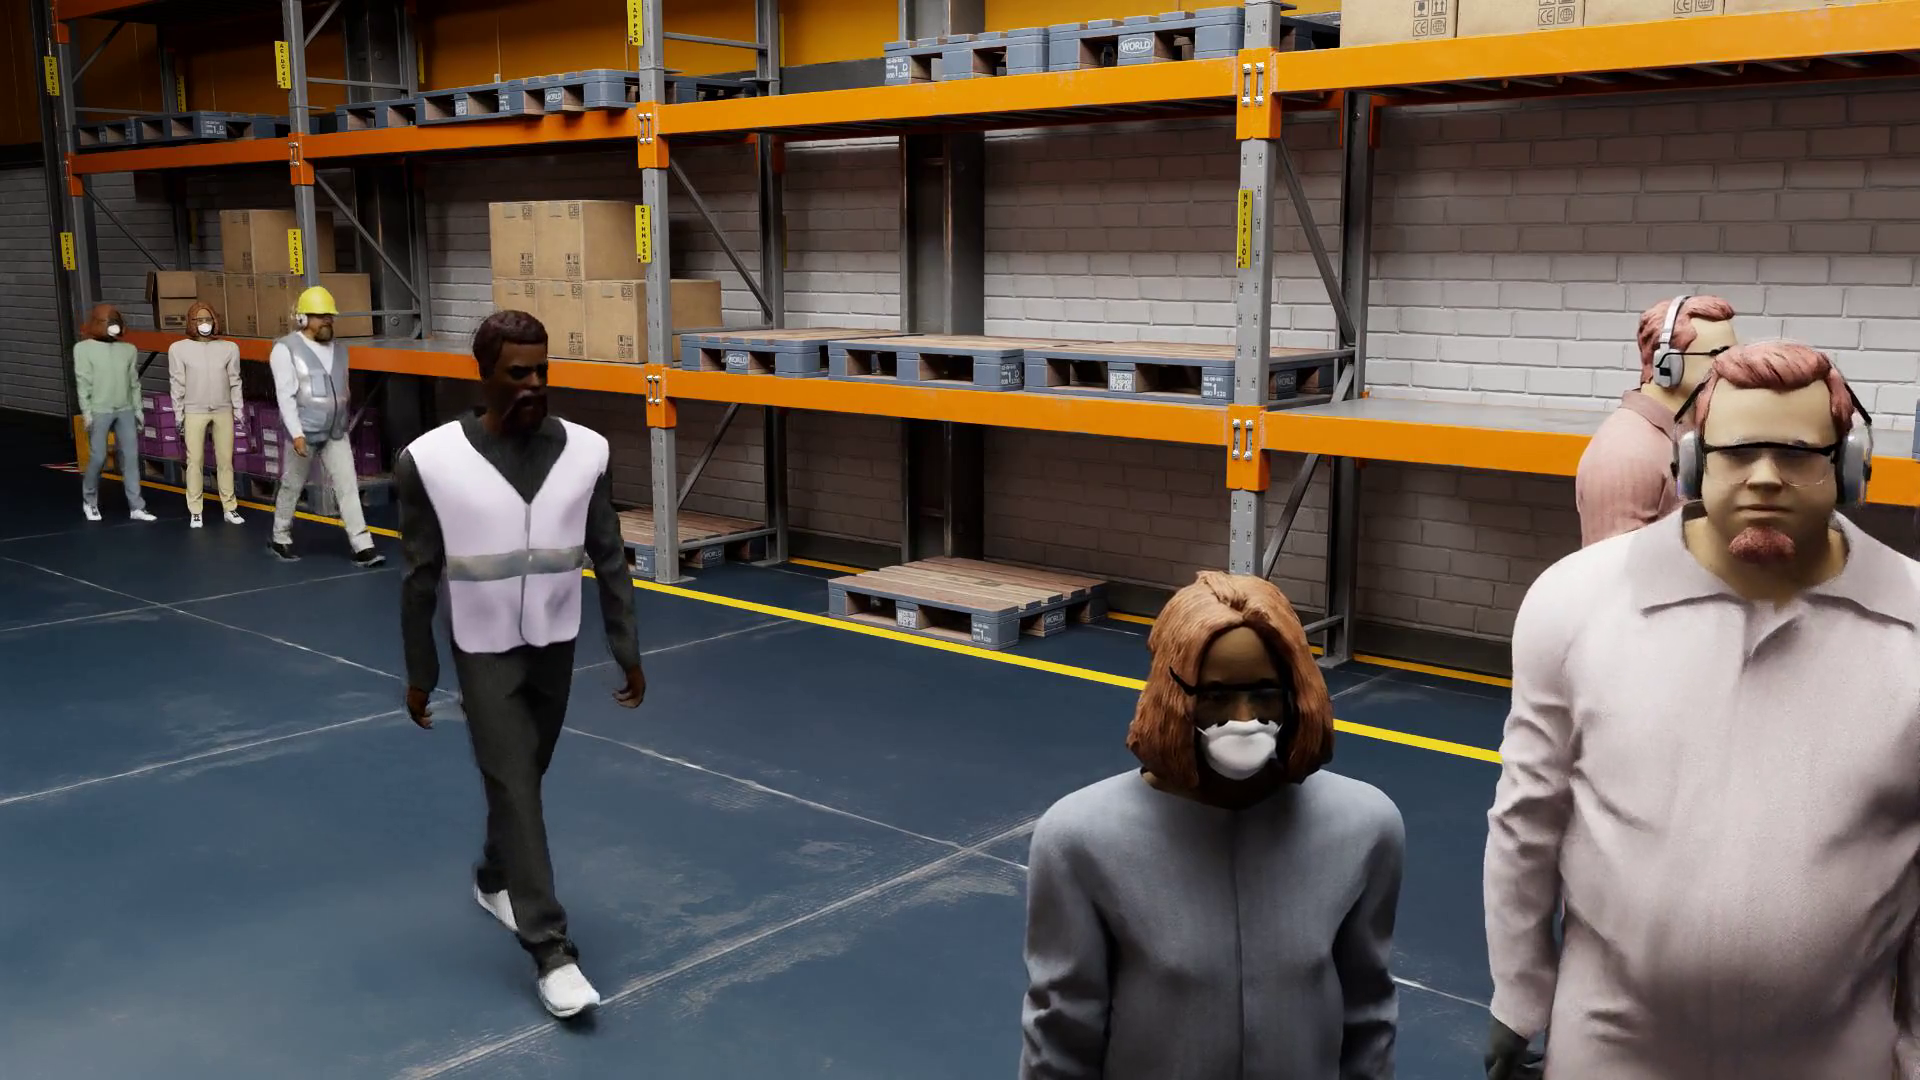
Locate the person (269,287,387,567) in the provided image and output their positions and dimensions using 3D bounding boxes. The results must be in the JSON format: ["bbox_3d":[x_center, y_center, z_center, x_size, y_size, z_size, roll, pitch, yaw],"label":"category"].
[{"bbox_3d":[-4.100,-0.710,10.583,0.952,1.789,0.604,7,12,33],"label":"person"}]

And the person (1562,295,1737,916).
[{"bbox_3d":[1.769,0.344,4.202,0.401,1.910,0.642,7,12,36],"label":"person"}]

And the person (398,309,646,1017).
[{"bbox_3d":[-1.207,0.297,4.616,0.616,1.862,1.032,-8,13,-38],"label":"person"}]

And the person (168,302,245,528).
[{"bbox_3d":[-5.472,-0.910,12.120,0.497,1.633,0.285,-8,13,-38],"label":"person"}]

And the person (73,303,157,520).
[{"bbox_3d":[-6.303,-0.932,12.344,0.474,1.650,0.507,7,12,34],"label":"person"}]

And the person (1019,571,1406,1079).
[{"bbox_3d":[0.327,0.841,2.151,0.509,1.632,0.267,-2,10,-10],"label":"person"}]

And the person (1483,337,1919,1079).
[{"bbox_3d":[1.057,0.675,2.328,0.650,1.908,0.402,4,11,21],"label":"person"}]
